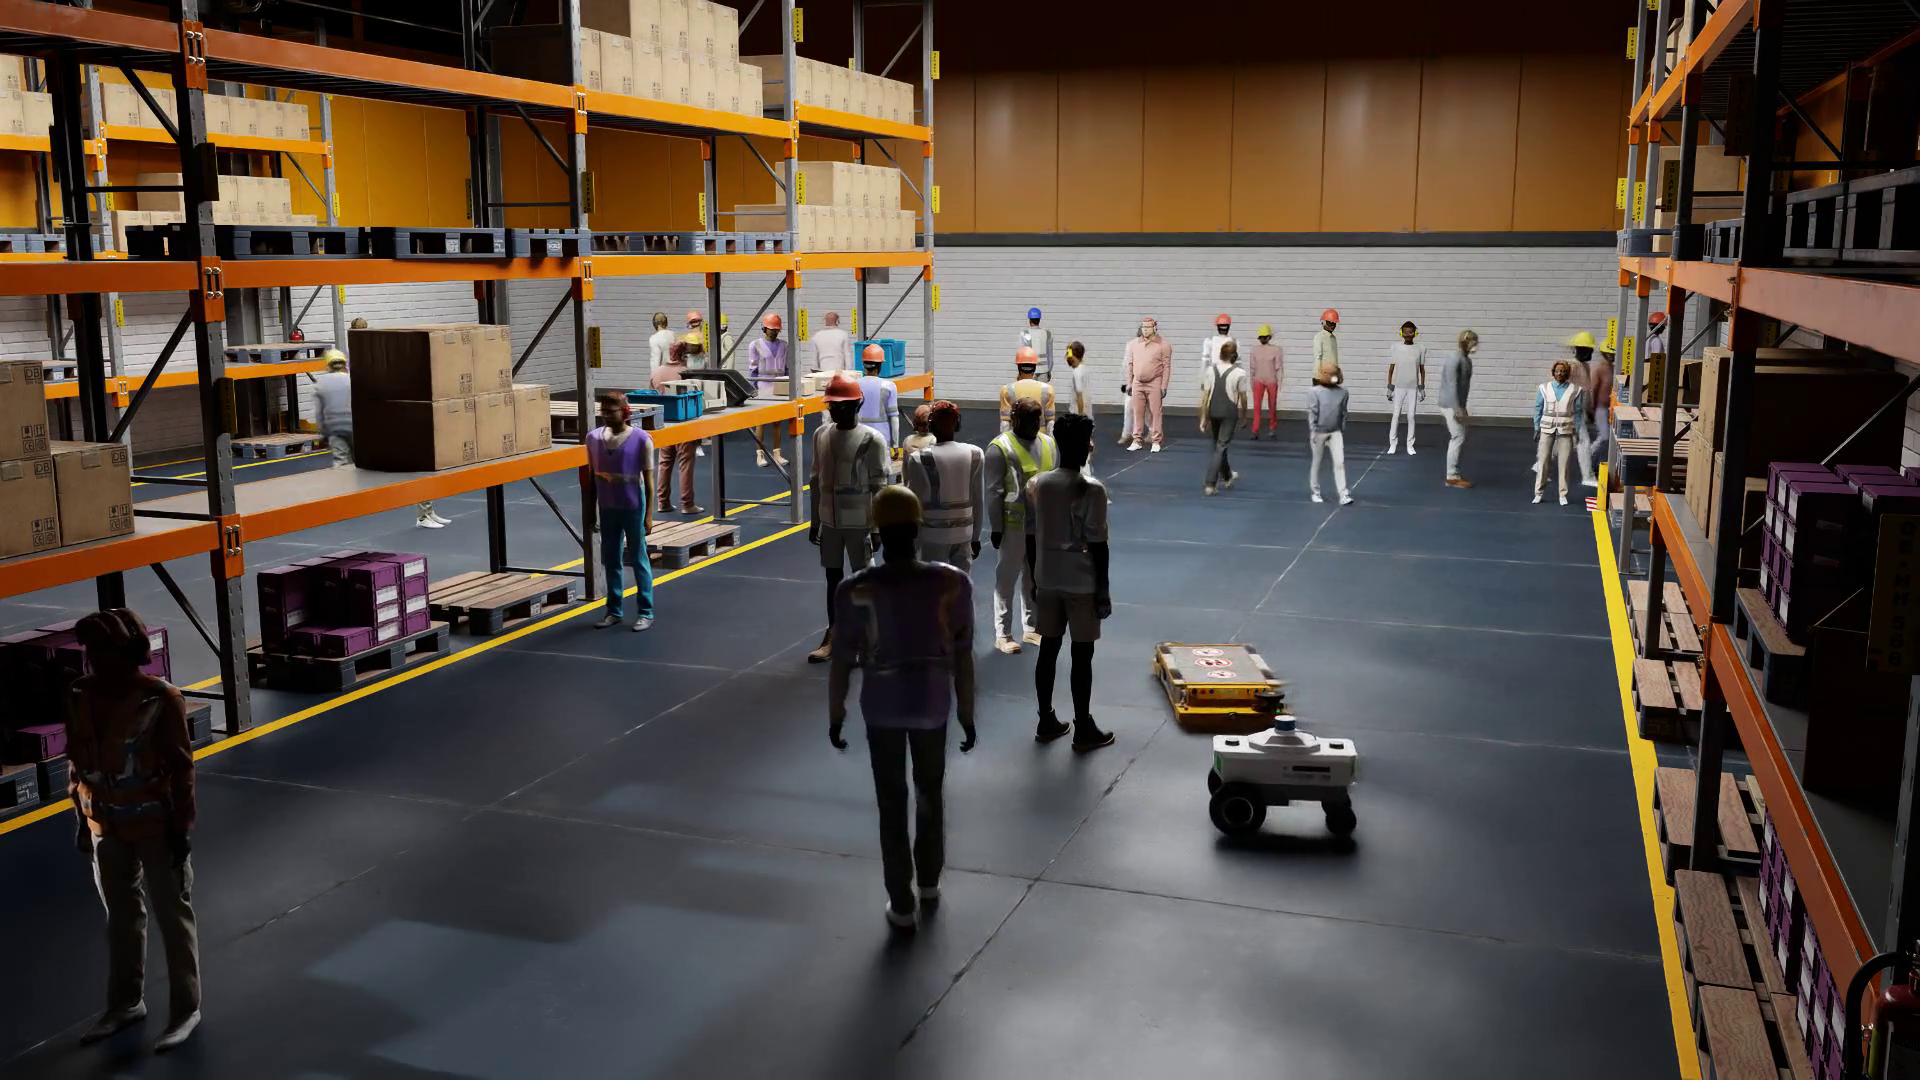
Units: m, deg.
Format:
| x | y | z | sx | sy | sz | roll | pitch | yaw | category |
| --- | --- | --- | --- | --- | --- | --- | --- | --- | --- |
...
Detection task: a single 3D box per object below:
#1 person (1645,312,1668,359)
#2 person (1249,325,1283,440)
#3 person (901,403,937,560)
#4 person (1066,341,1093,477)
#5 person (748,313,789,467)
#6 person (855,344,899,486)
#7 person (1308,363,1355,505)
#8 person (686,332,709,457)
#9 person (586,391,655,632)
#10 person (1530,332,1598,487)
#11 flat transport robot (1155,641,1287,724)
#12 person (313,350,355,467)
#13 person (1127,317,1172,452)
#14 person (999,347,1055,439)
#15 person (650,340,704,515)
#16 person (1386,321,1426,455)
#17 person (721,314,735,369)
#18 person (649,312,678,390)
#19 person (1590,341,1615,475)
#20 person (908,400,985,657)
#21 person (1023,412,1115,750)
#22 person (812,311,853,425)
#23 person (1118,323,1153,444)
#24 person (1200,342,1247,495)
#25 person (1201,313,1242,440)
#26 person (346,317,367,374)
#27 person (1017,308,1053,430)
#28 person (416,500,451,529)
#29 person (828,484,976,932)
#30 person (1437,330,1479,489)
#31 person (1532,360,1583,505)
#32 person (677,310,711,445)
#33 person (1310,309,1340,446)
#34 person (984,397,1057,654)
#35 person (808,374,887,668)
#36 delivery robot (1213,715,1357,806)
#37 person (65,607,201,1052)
| x | y | z | sx | sy | sz | roll | pitch | yaw | category |
| --- | --- | --- | --- | --- | --- | --- | --- | --- | --- |
| 10.277 | -2.408 | 24.666 | 0.352 | 1.940 | 0.545 | 0 | 10 | -2 | person |
| 4.649 | -2.405 | 25.248 | 0.536 | 1.725 | 0.886 | 4 | 11 | 22 | person |
| -0.280 | -0.292 | 13.592 | 0.315 | 1.640 | 0.515 | -9 | 14 | -43 | person |
| 1.370 | -1.347 | 19.022 | 0.388 | 1.824 | 0.714 | 1 | 10 | 5 | person |
| -2.490 | -1.987 | 22.026 | 0.605 | 2.036 | 0.389 | -7 | 12 | -33 | person |
| -0.875 | -0.999 | 16.757 | 0.558 | 1.933 | 0.386 | 2 | 10 | 11 | person |
| 4.173 | -1.181 | 18.725 | 0.508 | 1.603 | 0.730 | -2 | 10 | -9 | person |
| -3.707 | -2.026 | 23.087 | 0.496 | 1.730 | 0.519 | -6 | 11 | -28 | person |
| -2.557 | -0.221 | 12.651 | 0.565 | 1.837 | 0.389 | 4 | 11 | 20 | person |
| 7.472 | -1.605 | 20.355 | 0.951 | 1.896 | 0.600 | 7 | 12 | 35 | person |
| 1.655 | 0.902 | 10.720 | 0.652 | 0.197 | 1.431 | 0 | 10 | 1 | flat transport robot |
| -6.770 | -1.210 | 18.398 | 0.648 | 1.764 | 0.910 | -3 | 10 | -14 | person |
| 2.654 | -2.195 | 23.558 | 0.643 | 1.909 | 0.410 | 5 | 11 | 28 | person |
| 0.652 | -0.928 | 16.343 | 0.552 | 1.933 | 0.373 | -1 | 10 | -7 | person |
| -3.064 | -1.229 | 18.162 | 0.638 | 1.899 | 0.395 | 5 | 11 | 27 | person |
| 6.238 | -2.119 | 23.241 | 0.532 | 1.868 | 0.310 | 2 | 10 | 10 | person |
| -3.817 | -2.709 | 26.668 | 0.404 | 1.828 | 0.603 | -5 | 11 | -26 | person |
| -4.388 | -2.399 | 24.631 | 0.373 | 1.936 | 0.627 | 5 | 11 | 25 | person |
| 8.155 | -1.657 | 20.995 | 0.516 | 1.747 | 0.363 | -7 | 12 | -36 | person |
| -0.100 | -0.012 | 11.337 | 0.575 | 1.883 | 0.355 | -6 | 11 | -29 | person |
| 0.640 | 0.237 | 9.695 | 0.603 | 1.966 | 0.368 | 9 | 14 | 42 | person |
| -1.964 | -2.595 | 25.827 | 0.689 | 1.902 | 0.401 | 4 | 11 | 20 | person |
| 2.667 | -2.282 | 24.365 | 0.504 | 1.810 | 0.679 | -9 | 14 | -42 | person |
| 3.135 | -1.438 | 19.638 | 0.496 | 1.784 | 1.017 | 7 | 12 | 36 | person |
| 3.891 | -2.393 | 24.640 | 0.577 | 1.908 | 0.791 | 3 | 11 | 17 | person |
| -8.204 | -2.099 | 22.950 | 0.358 | 1.931 | 0.628 | 4 | 11 | 23 | person |
| 1.169 | -2.659 | 26.053 | 0.616 | 1.946 | 0.392 | -5 | 11 | -25 | person |
| -5.516 | -1.057 | 17.240 | 0.328 | 1.876 | 0.513 | 0 | 10 | -2 | person |
| -0.269 | 0.700 | 7.223 | 0.621 | 1.908 | 0.652 | -2 | 10 | -10 | person |
| 6.019 | -1.580 | 20.082 | 0.467 | 1.916 | 0.675 | 6 | 12 | 30 | person |
| 6.734 | -1.210 | 18.761 | 0.514 | 1.642 | 0.310 | 4 | 11 | 23 | person |
| -3.854 | -2.374 | 24.407 | 0.656 | 1.975 | 0.463 | 4 | 11 | 23 | person |
| 5.354 | -2.377 | 24.351 | 0.392 | 1.989 | 0.610 | 7 | 12 | 35 | person |
| 0.473 | -0.113 | 12.016 | 0.633 | 1.841 | 0.429 | -8 | 13 | -38 | person |
| -0.799 | -0.133 | 11.560 | 0.605 | 2.045 | 0.378 | 6 | 12 | 29 | person |
| 1.633 | 1.128 | 8.378 | 0.707 | 0.478 | 0.477 | 1 | 10 | 7 | delivery robot |
| -3.006 | 1.045 | 6.061 | 0.514 | 1.641 | 0.315 | 3 | 10 | 16 | person |
